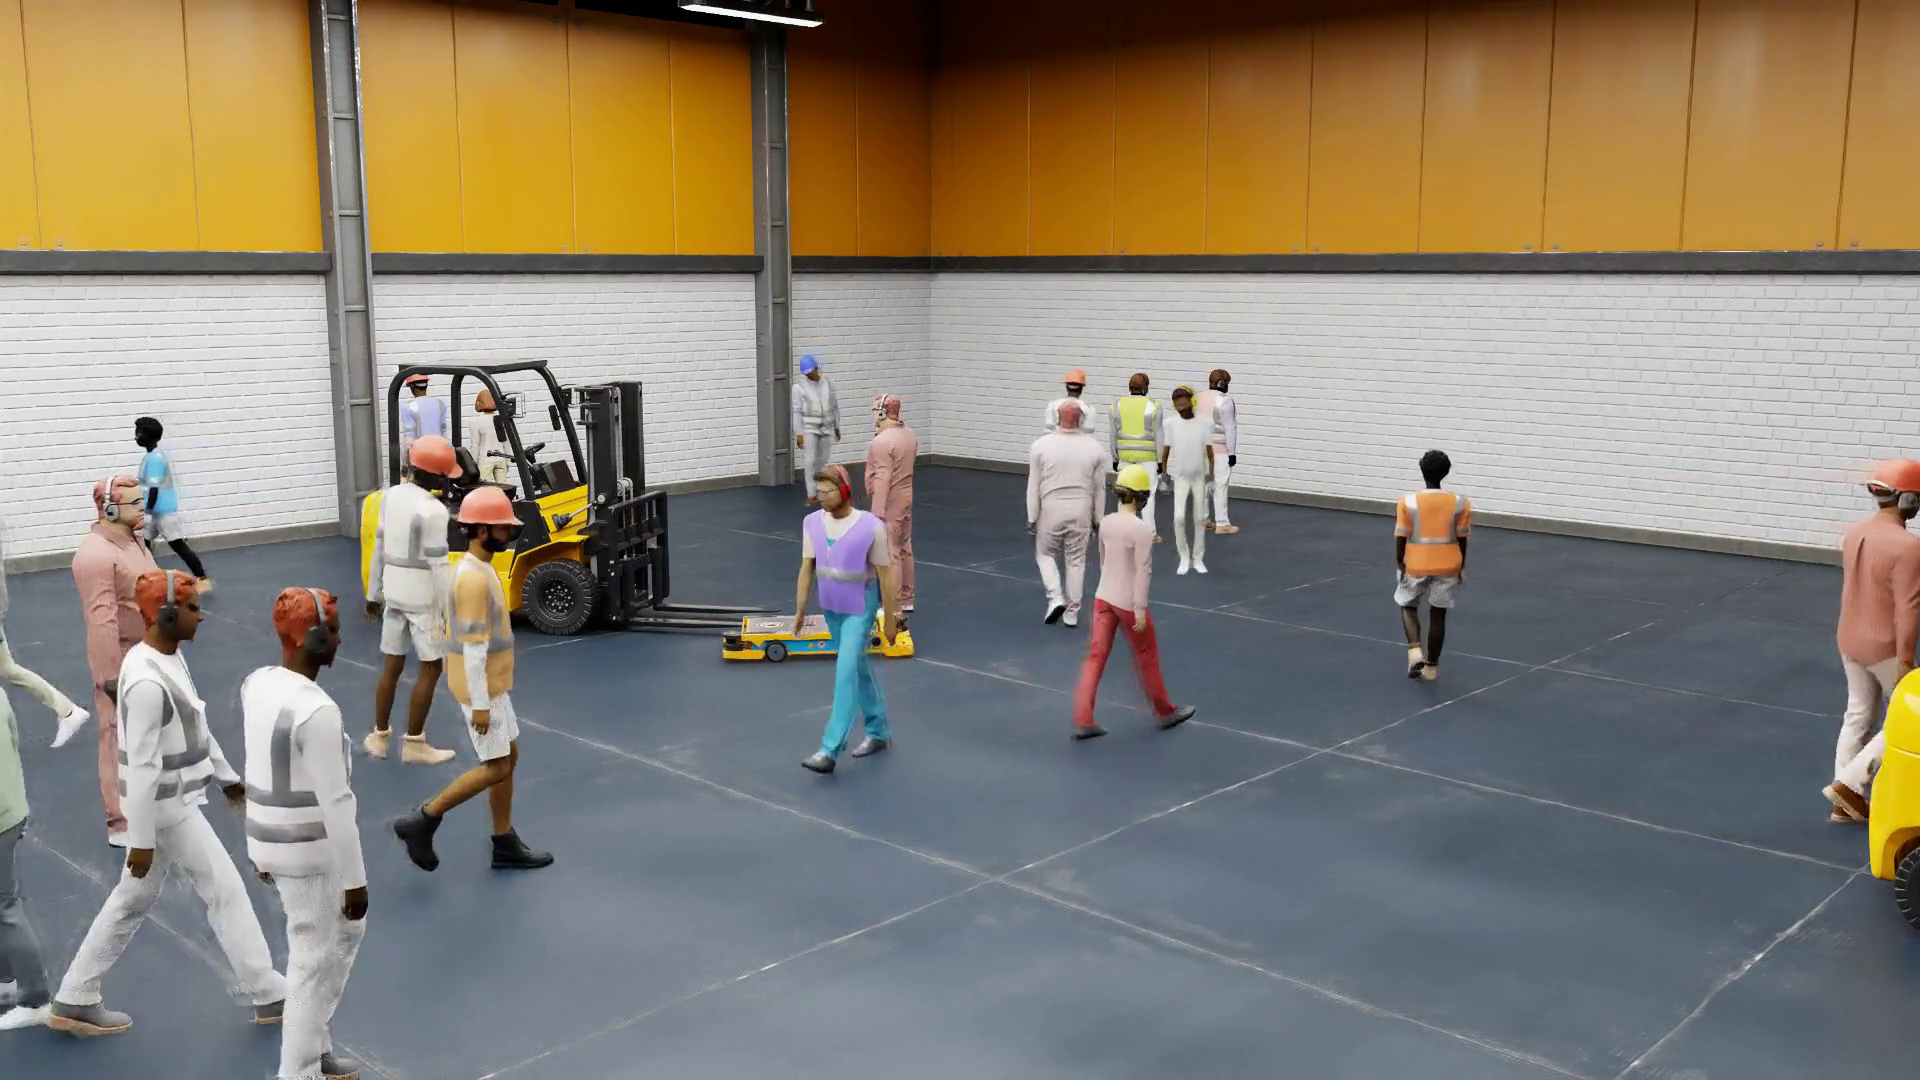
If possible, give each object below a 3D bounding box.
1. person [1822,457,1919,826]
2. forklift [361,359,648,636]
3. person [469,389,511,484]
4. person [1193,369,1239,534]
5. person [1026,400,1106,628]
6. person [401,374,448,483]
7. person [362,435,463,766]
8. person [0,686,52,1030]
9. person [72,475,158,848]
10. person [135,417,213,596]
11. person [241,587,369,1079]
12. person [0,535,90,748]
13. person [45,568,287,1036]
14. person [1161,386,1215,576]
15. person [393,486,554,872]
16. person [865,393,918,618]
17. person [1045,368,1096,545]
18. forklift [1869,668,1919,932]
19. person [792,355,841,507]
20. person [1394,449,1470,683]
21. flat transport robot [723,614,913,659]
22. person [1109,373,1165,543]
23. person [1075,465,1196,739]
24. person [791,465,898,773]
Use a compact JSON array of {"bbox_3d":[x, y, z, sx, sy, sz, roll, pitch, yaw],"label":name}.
[{"bbox_3d":[4.837,0.551,8.722,0.426,1.973,0.642,0,9,-3],"label":"person"},{"bbox_3d":[-3.850,-0.407,13.936,2.313,2.155,1.214,2,9,11],"label":"forklift"},{"bbox_3d":[-5.155,-0.833,18.258,0.284,1.636,0.500,8,12,41],"label":"person"},{"bbox_3d":[2.877,-0.991,18.623,0.429,1.838,0.621,-6,11,-34],"label":"person"},{"bbox_3d":[0.865,-0.211,13.672,0.665,1.884,0.436,-1,9,-7],"label":"person"},{"bbox_3d":[-5.667,-0.865,17.561,0.374,1.928,0.543,7,11,35],"label":"person"},{"bbox_3d":[-3.288,0.355,9.907,0.793,1.987,0.476,7,12,36],"label":"person"},{"bbox_3d":[-3.769,1.113,6.377,0.472,1.614,0.507,-2,10,-14],"label":"person"},{"bbox_3d":[-4.256,0.615,8.551,0.406,1.911,0.636,-2,9,-12],"label":"person"},{"bbox_3d":[-7.123,-0.272,14.771,0.866,1.651,0.545,-5,11,-30],"label":"person"},{"bbox_3d":[-2.233,1.086,5.777,0.493,1.865,0.613,-8,12,-42],"label":"person"},{"bbox_3d":[-5.807,0.419,9.993,0.907,1.840,0.528,-5,10,-26],"label":"person"},{"bbox_3d":[-3.059,1.011,6.396,1.020,1.836,0.576,-4,10,-26],"label":"person"},{"bbox_3d":[2.189,-0.567,16.052,0.483,1.835,0.616,1,9,4],"label":"person"},{"bbox_3d":[-2.368,0.694,8.026,0.633,1.919,0.556,-2,9,-11],"label":"person"},{"bbox_3d":[-0.607,-0.287,14.086,0.401,1.907,0.648,4,10,22],"label":"person"},{"bbox_3d":[1.156,-0.866,17.647,0.555,1.902,0.581,4,10,21],"label":"person"},{"bbox_3d":[5.205,0.723,7.013,2.313,2.155,1.214,9,13,43],"label":"forklift"},{"bbox_3d":[-1.796,-1.355,20.688,0.693,1.898,0.489,-7,11,-36],"label":"person"},{"bbox_3d":[3.336,0.202,11.768,0.539,1.684,0.419,1,9,6],"label":"person"},{"bbox_3d":[-1.096,0.737,12.805,1.431,0.197,0.652,-1,9,-6],"label":"flat transport robot"},{"bbox_3d":[1.917,-0.871,17.865,0.621,1.845,0.429,4,10,26],"label":"person"},{"bbox_3d":[1.085,0.387,10.513,0.895,1.717,0.543,-7,11,-36],"label":"person"},{"bbox_3d":[-0.734,0.463,9.810,0.567,1.792,0.961,7,12,38],"label":"person"}]
